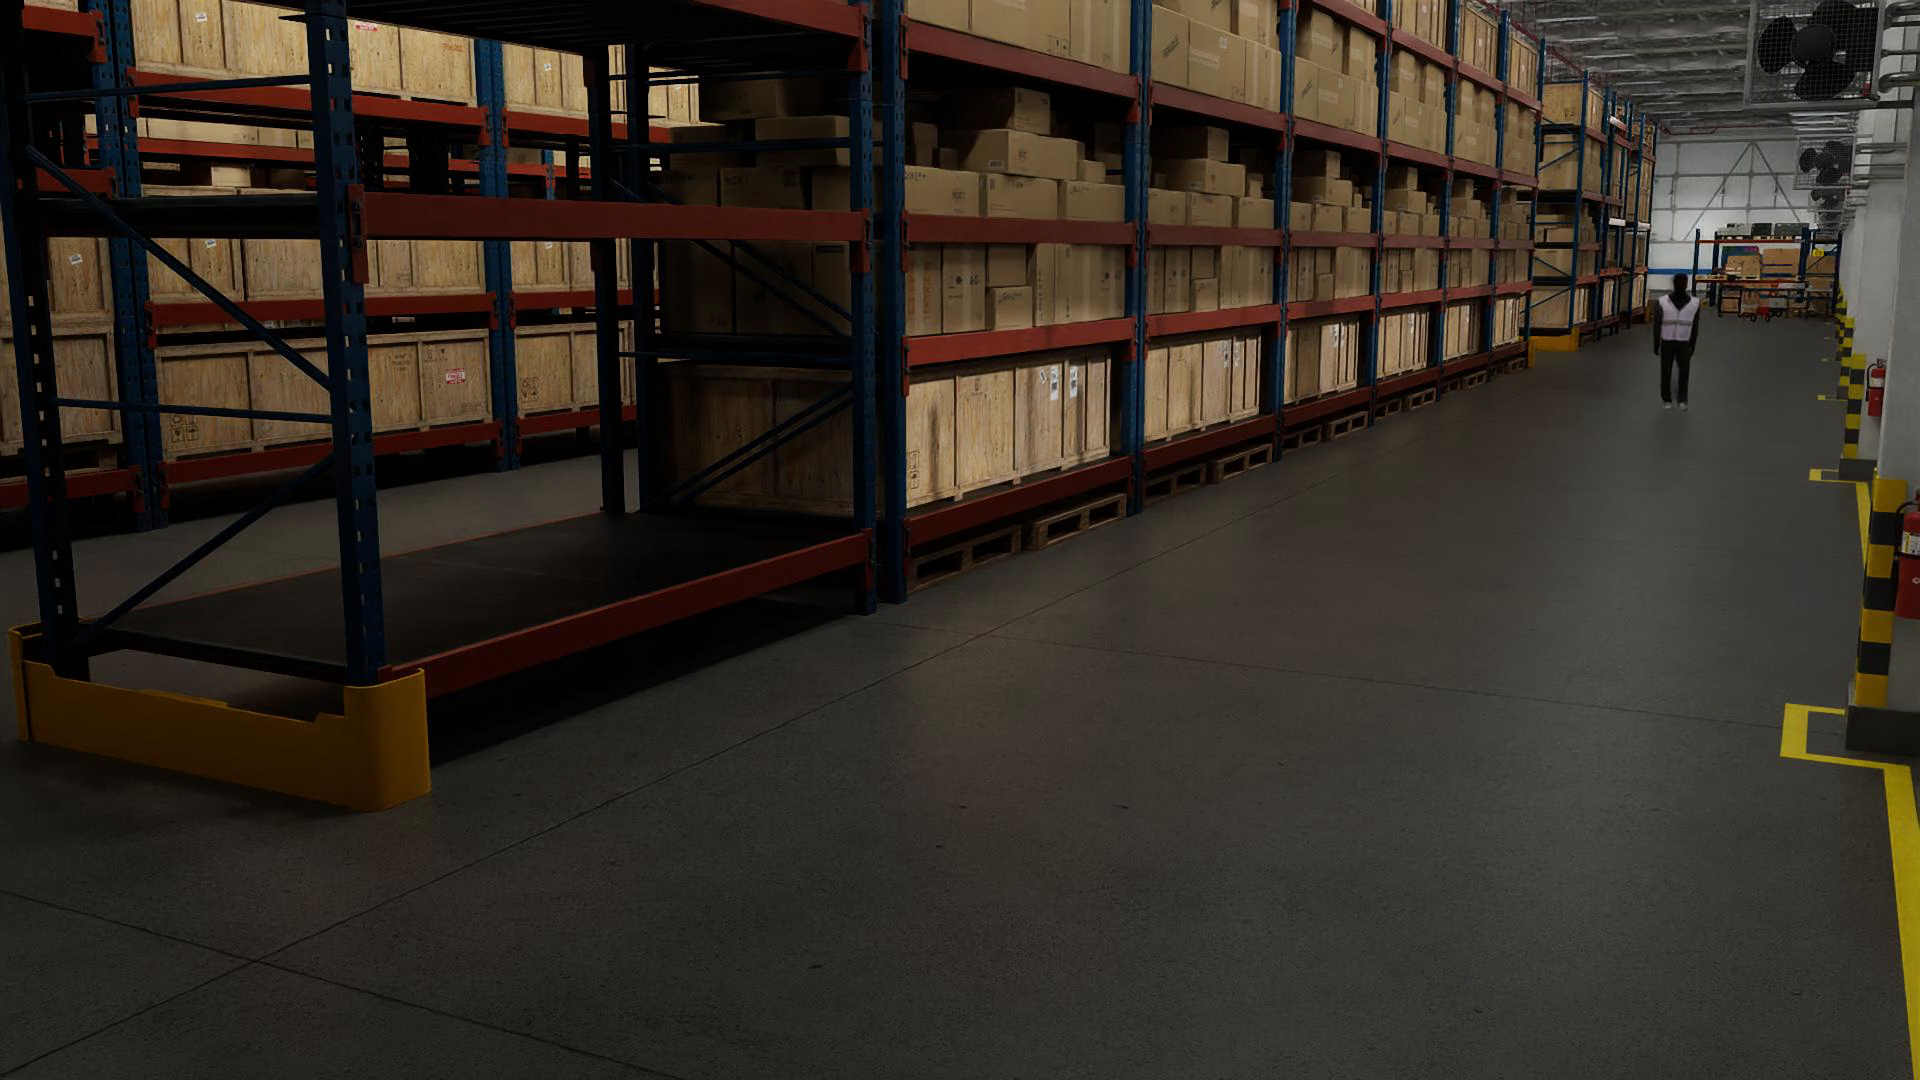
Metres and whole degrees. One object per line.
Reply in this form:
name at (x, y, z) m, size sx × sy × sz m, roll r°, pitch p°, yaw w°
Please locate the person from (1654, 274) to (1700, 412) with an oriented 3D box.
person at (9.857, -2.703, 22.883) m, size 0.591 × 1.875 × 0.968 m, roll 3°, pitch 10°, yaw 15°
